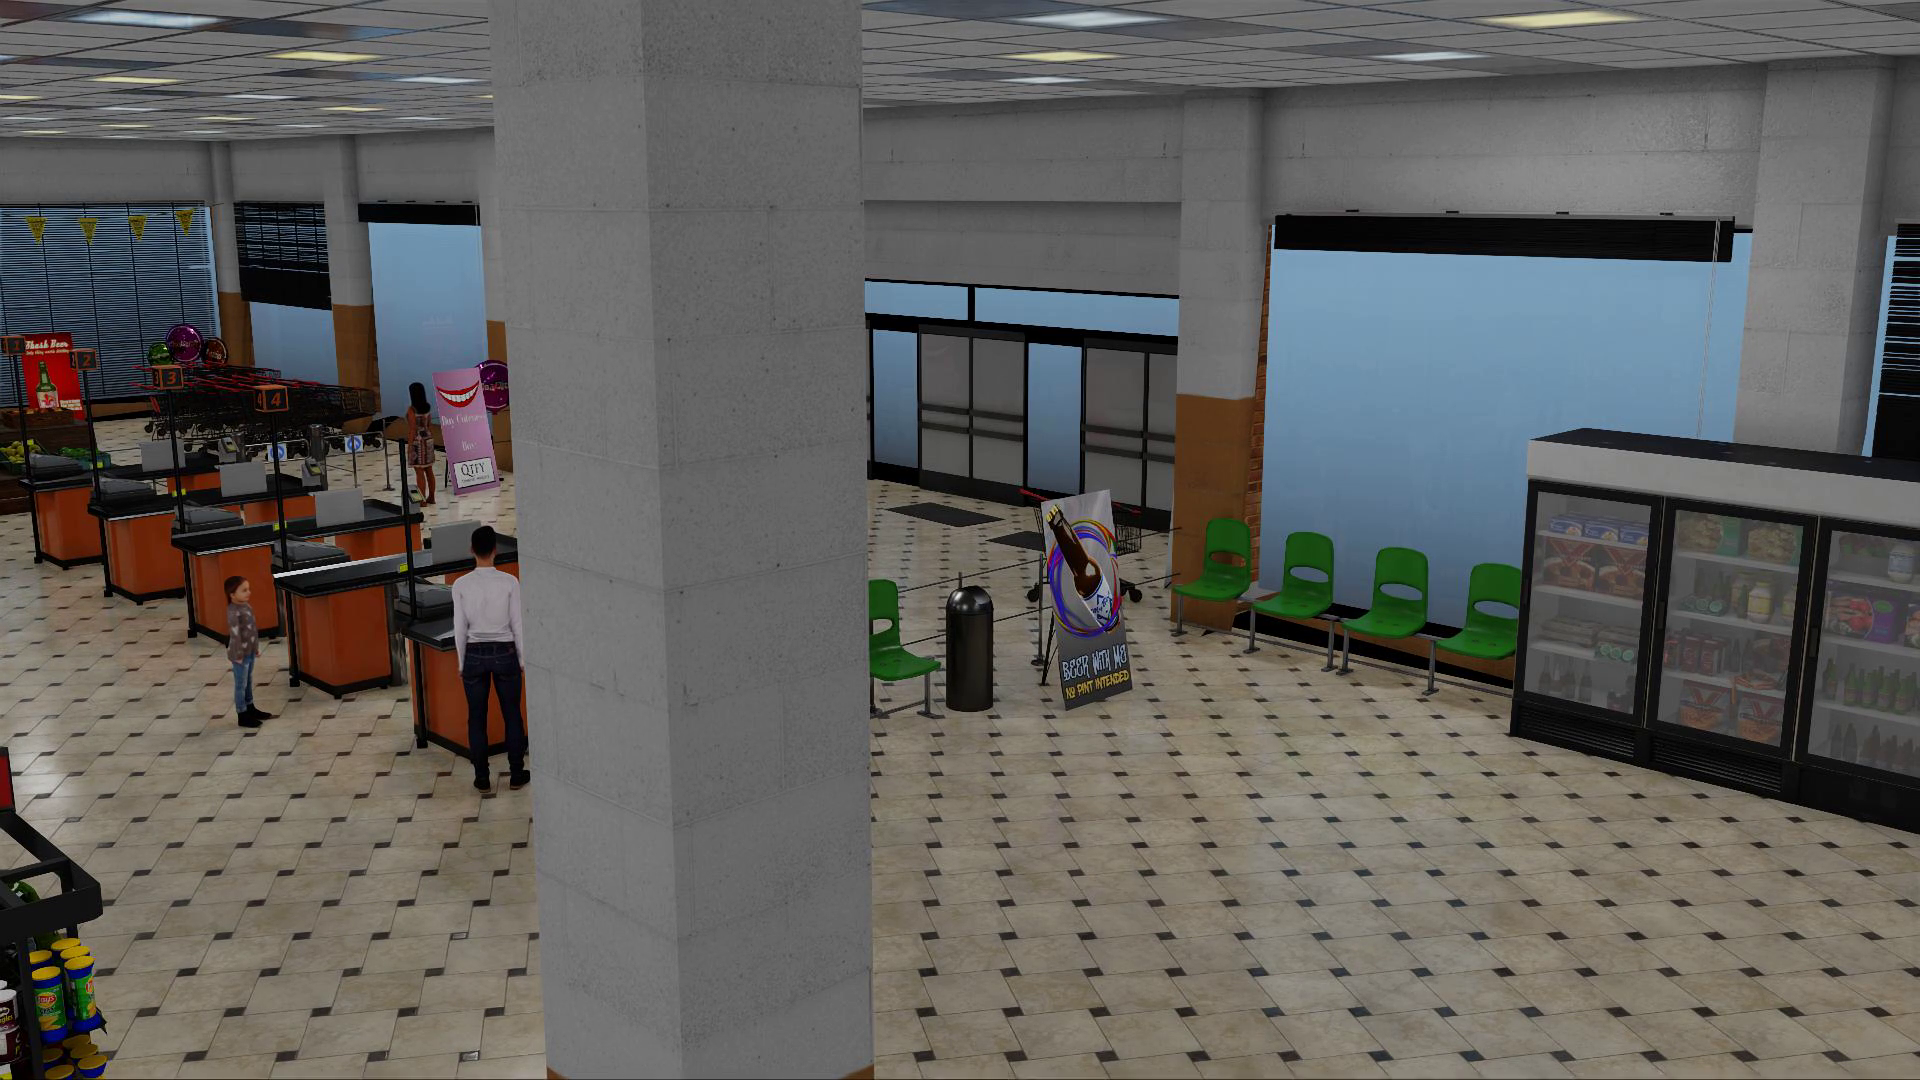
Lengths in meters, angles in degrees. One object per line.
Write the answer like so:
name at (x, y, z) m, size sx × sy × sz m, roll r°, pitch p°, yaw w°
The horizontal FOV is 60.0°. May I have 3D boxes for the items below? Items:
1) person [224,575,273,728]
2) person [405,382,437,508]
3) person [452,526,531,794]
person at (-5.607, 0.855, 12.994) m, size 0.610 × 1.194 × 0.553 m, roll 0°, pitch 12°, yaw -1°
person at (-7.131, -1.271, 21.995) m, size 0.784 × 1.645 × 0.639 m, roll 4°, pitch 12°, yaw 17°
person at (-3.251, 0.822, 11.513) m, size 0.683 × 1.868 × 0.780 m, roll -3°, pitch 12°, yaw -13°
